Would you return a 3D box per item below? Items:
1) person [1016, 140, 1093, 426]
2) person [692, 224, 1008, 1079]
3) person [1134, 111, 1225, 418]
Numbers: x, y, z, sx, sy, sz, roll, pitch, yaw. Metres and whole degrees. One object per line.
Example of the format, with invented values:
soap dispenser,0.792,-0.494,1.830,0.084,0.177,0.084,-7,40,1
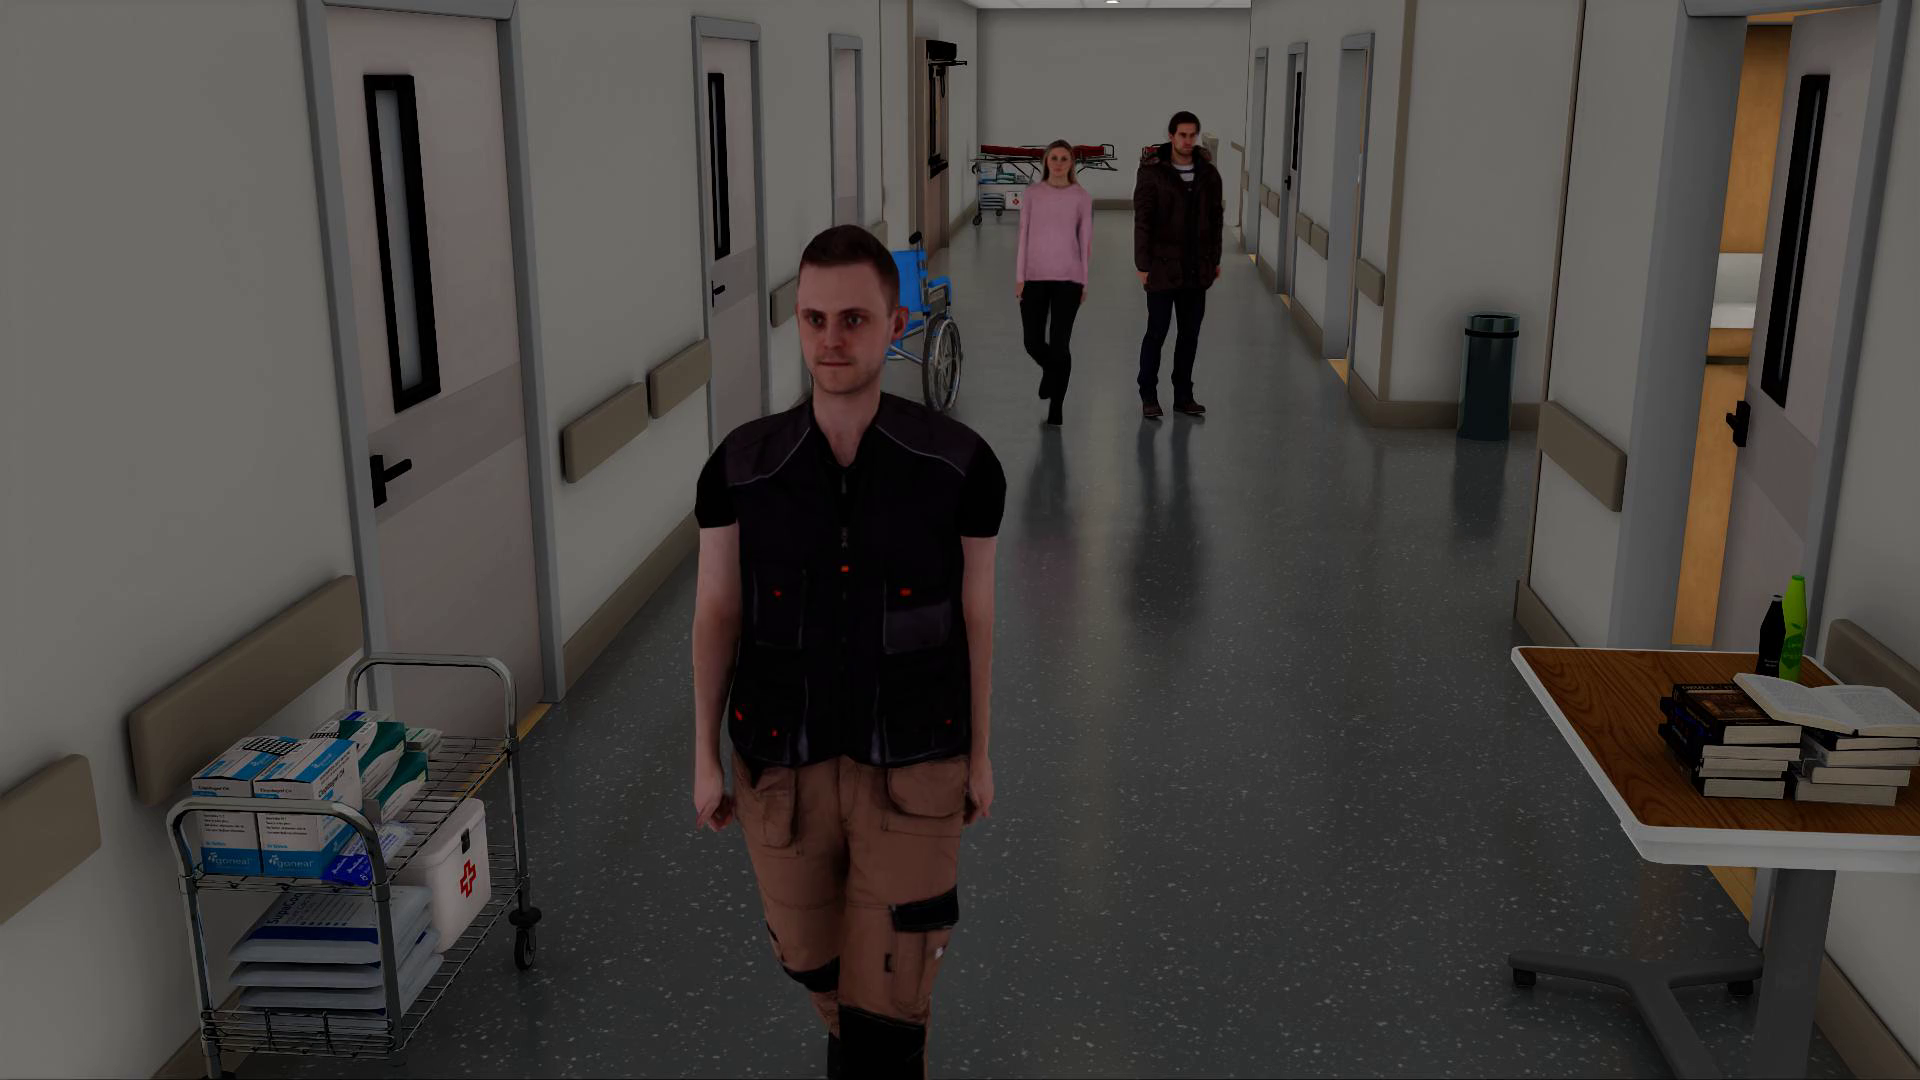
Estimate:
person,0.565,-1.557,10.066,0.681,1.672,0.961,3,16,12
person,-0.181,0.372,2.980,0.691,1.803,1.155,2,16,6
person,1.332,-1.685,10.202,0.860,1.845,0.838,-6,17,-19
